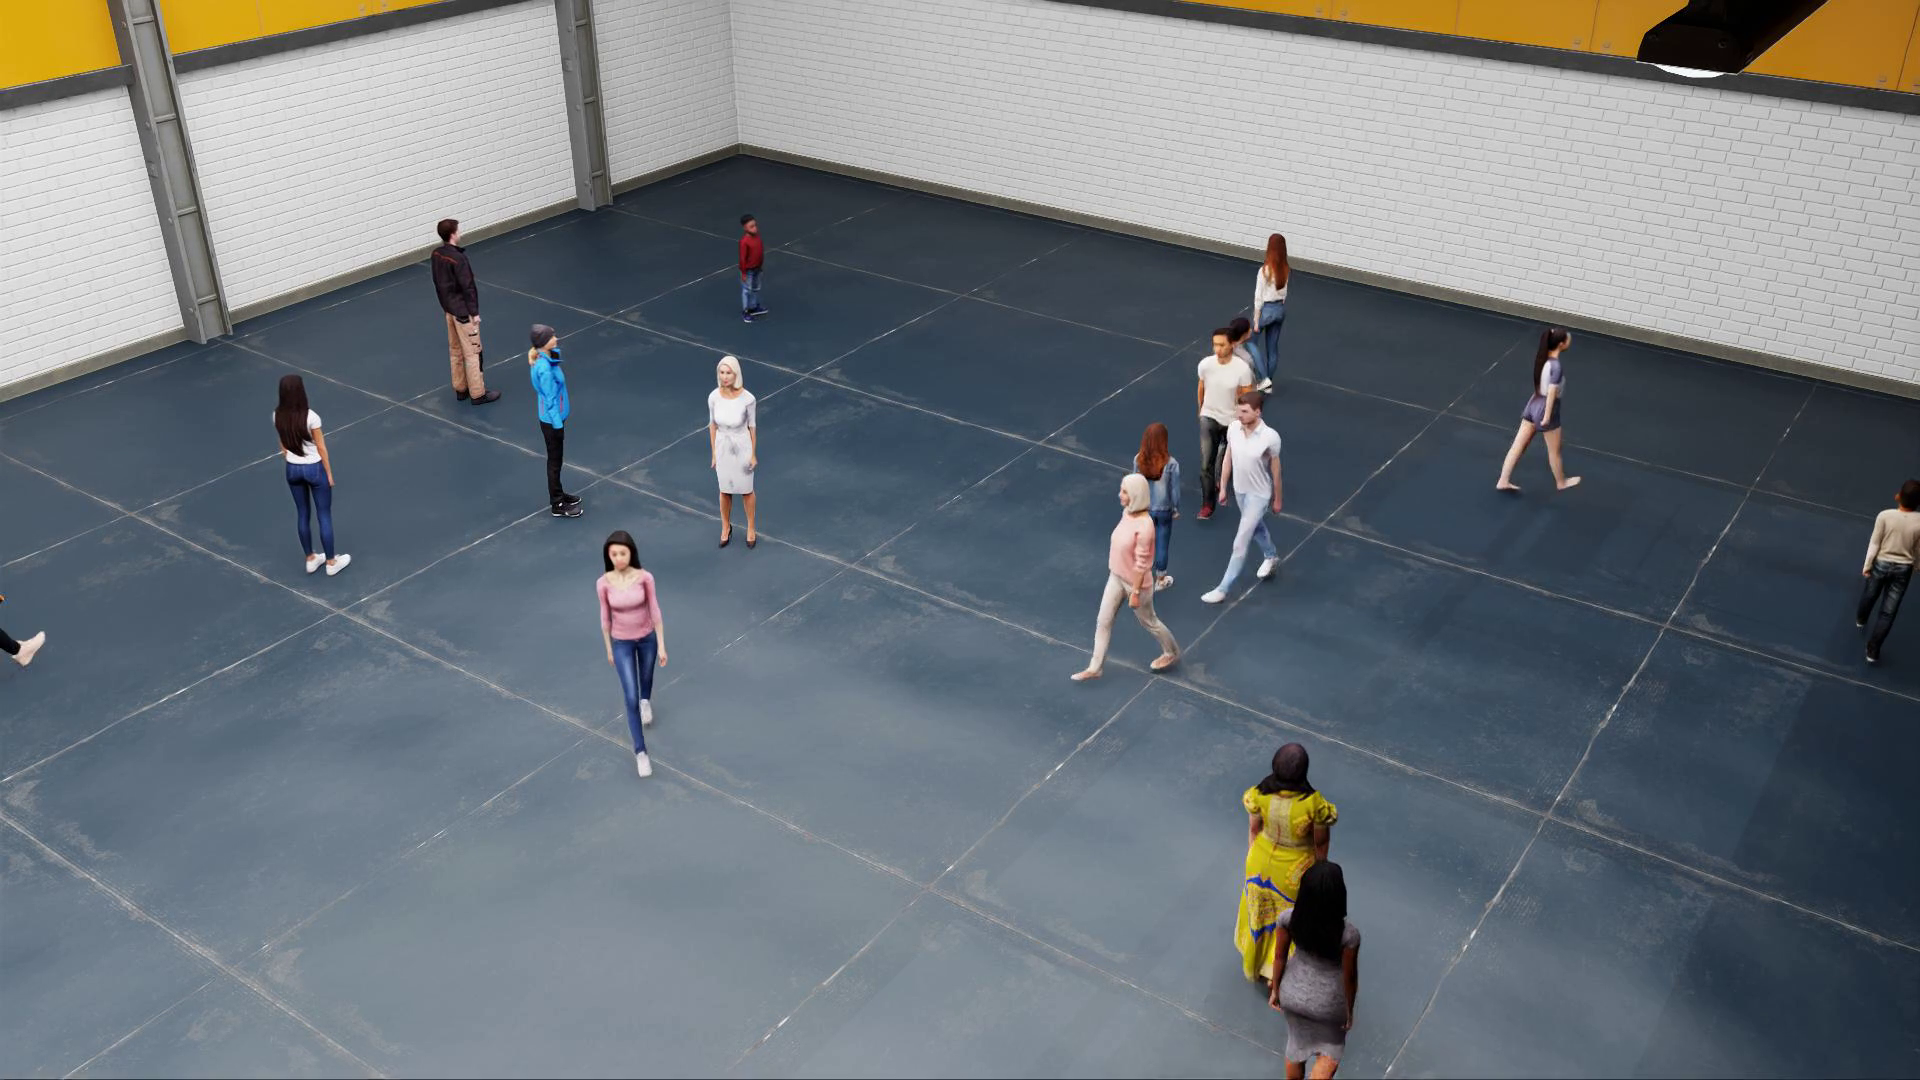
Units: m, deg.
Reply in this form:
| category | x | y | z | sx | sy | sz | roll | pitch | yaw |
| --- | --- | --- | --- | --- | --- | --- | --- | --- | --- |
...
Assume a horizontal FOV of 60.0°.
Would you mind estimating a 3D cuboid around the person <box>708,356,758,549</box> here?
| category | x | y | z | sx | sy | sz | roll | pitch | yaw |
| --- | --- | --- | --- | --- | --- | --- | --- | --- | --- |
| person | -1.935 | -0.757 | 14.228 | 0.639 | 1.752 | 0.657 | 2 | 29 | 4 |

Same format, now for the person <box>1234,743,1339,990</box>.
| category | x | y | z | sx | sy | sz | roll | pitch | yaw |
| --- | --- | --- | --- | --- | --- | --- | --- | --- | --- |
| person | 1.817 | 1.919 | 9.437 | 0.763 | 1.642 | 0.917 | 15 | 32 | 25 |

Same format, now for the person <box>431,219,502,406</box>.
| category | x | y | z | sx | sy | sz | roll | pitch | yaw |
| --- | --- | --- | --- | --- | --- | --- | --- | --- | --- |
| person | -5.088 | -2.329 | 16.931 | 0.706 | 1.923 | 0.587 | 21 | 35 | 33 |

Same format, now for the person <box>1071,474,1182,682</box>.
| category | x | y | z | sx | sy | sz | roll | pitch | yaw |
| --- | --- | --- | --- | --- | --- | --- | --- | --- | --- |
| person | 1.360 | 0.299 | 12.365 | 1.189 | 1.683 | 1.016 | -10 | 30 | -17 |

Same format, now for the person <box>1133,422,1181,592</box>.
| category | x | y | z | sx | sy | sz | roll | pitch | yaw |
| --- | --- | --- | --- | --- | --- | --- | --- | --- | --- |
| person | 1.588 | -0.268 | 13.620 | 0.601 | 1.477 | 0.557 | 12 | 31 | 21 |

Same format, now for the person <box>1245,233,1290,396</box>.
| category | x | y | z | sx | sy | sz | roll | pitch | yaw |
| --- | --- | --- | --- | --- | --- | --- | --- | --- | --- |
| person | 3.221 | -2.281 | 17.053 | 0.723 | 1.723 | 0.780 | -13 | 31 | -22 |

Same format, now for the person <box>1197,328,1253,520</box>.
| category | x | y | z | sx | sy | sz | roll | pitch | yaw |
| --- | --- | --- | --- | --- | --- | --- | --- | --- | --- |
| person | 2.383 | -1.116 | 14.894 | 0.976 | 1.744 | 1.314 | 6 | 29 | 10 |

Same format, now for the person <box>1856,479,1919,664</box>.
| category | x | y | z | sx | sy | sz | roll | pitch | yaw |
| --- | --- | --- | --- | --- | --- | --- | --- | --- | --- |
| person | 7.107 | 0.264 | 12.693 | 0.578 | 1.430 | 0.977 | 16 | 33 | 27 |

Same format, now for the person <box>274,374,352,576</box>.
| category | x | y | z | sx | sy | sz | roll | pitch | yaw |
| --- | --- | --- | --- | --- | --- | --- | --- | --- | --- |
| person | -5.425 | -0.540 | 13.807 | 0.643 | 1.774 | 0.623 | 6 | 29 | 12 |

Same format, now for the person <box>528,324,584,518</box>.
| category | x | y | z | sx | sy | sz | roll | pitch | yaw |
| --- | --- | --- | --- | --- | --- | --- | --- | --- | --- |
| person | -3.617 | -1.066 | 14.748 | 0.735 | 1.797 | 0.689 | -6 | 29 | -12 |

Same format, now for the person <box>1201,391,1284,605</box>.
| category | x | y | z | sx | sy | sz | roll | pitch | yaw |
| --- | --- | --- | --- | --- | --- | --- | --- | --- | --- |
| person | 2.434 | -0.383 | 13.505 | 1.326 | 1.789 | 0.871 | -24 | 36 | -36 |

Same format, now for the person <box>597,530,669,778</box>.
| category | x | y | z | sx | sy | sz | roll | pitch | yaw |
| --- | --- | --- | --- | --- | --- | --- | --- | --- | --- |
| person | -2.265 | 0.687 | 11.635 | 1.108 | 1.700 | 1.089 | -8 | 30 | -14 |

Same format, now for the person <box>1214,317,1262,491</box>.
| category | x | y | z | sx | sy | sz | roll | pitch | yaw |
| --- | --- | --- | --- | --- | --- | --- | --- | --- | --- |
| person | 2.392 | -1.203 | 15.145 | 0.905 | 1.656 | 0.822 | -12 | 31 | -20 |

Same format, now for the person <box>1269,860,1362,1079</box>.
| category | x | y | z | sx | sy | sz | roll | pitch | yaw |
| --- | --- | --- | --- | --- | --- | --- | --- | --- | --- |
| person | 1.768 | 2.403 | 8.415 | 0.655 | 1.772 | 0.797 | 13 | 31 | 23 |

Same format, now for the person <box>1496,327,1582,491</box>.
| category | x | y | z | sx | sy | sz | roll | pitch | yaw |
| --- | --- | --- | --- | --- | --- | --- | --- | --- | --- |
| person | 5.193 | -1.140 | 15.076 | 1.065 | 1.612 | 1.012 | -5 | 29 | -8 |

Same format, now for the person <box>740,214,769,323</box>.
| category | x | y | z | sx | sy | sz | roll | pitch | yaw |
| --- | --- | --- | --- | --- | --- | --- | --- | --- | --- |
| person | -2.410 | -3.152 | 19.144 | 0.627 | 1.249 | 0.442 | 12 | 31 | 21 |
